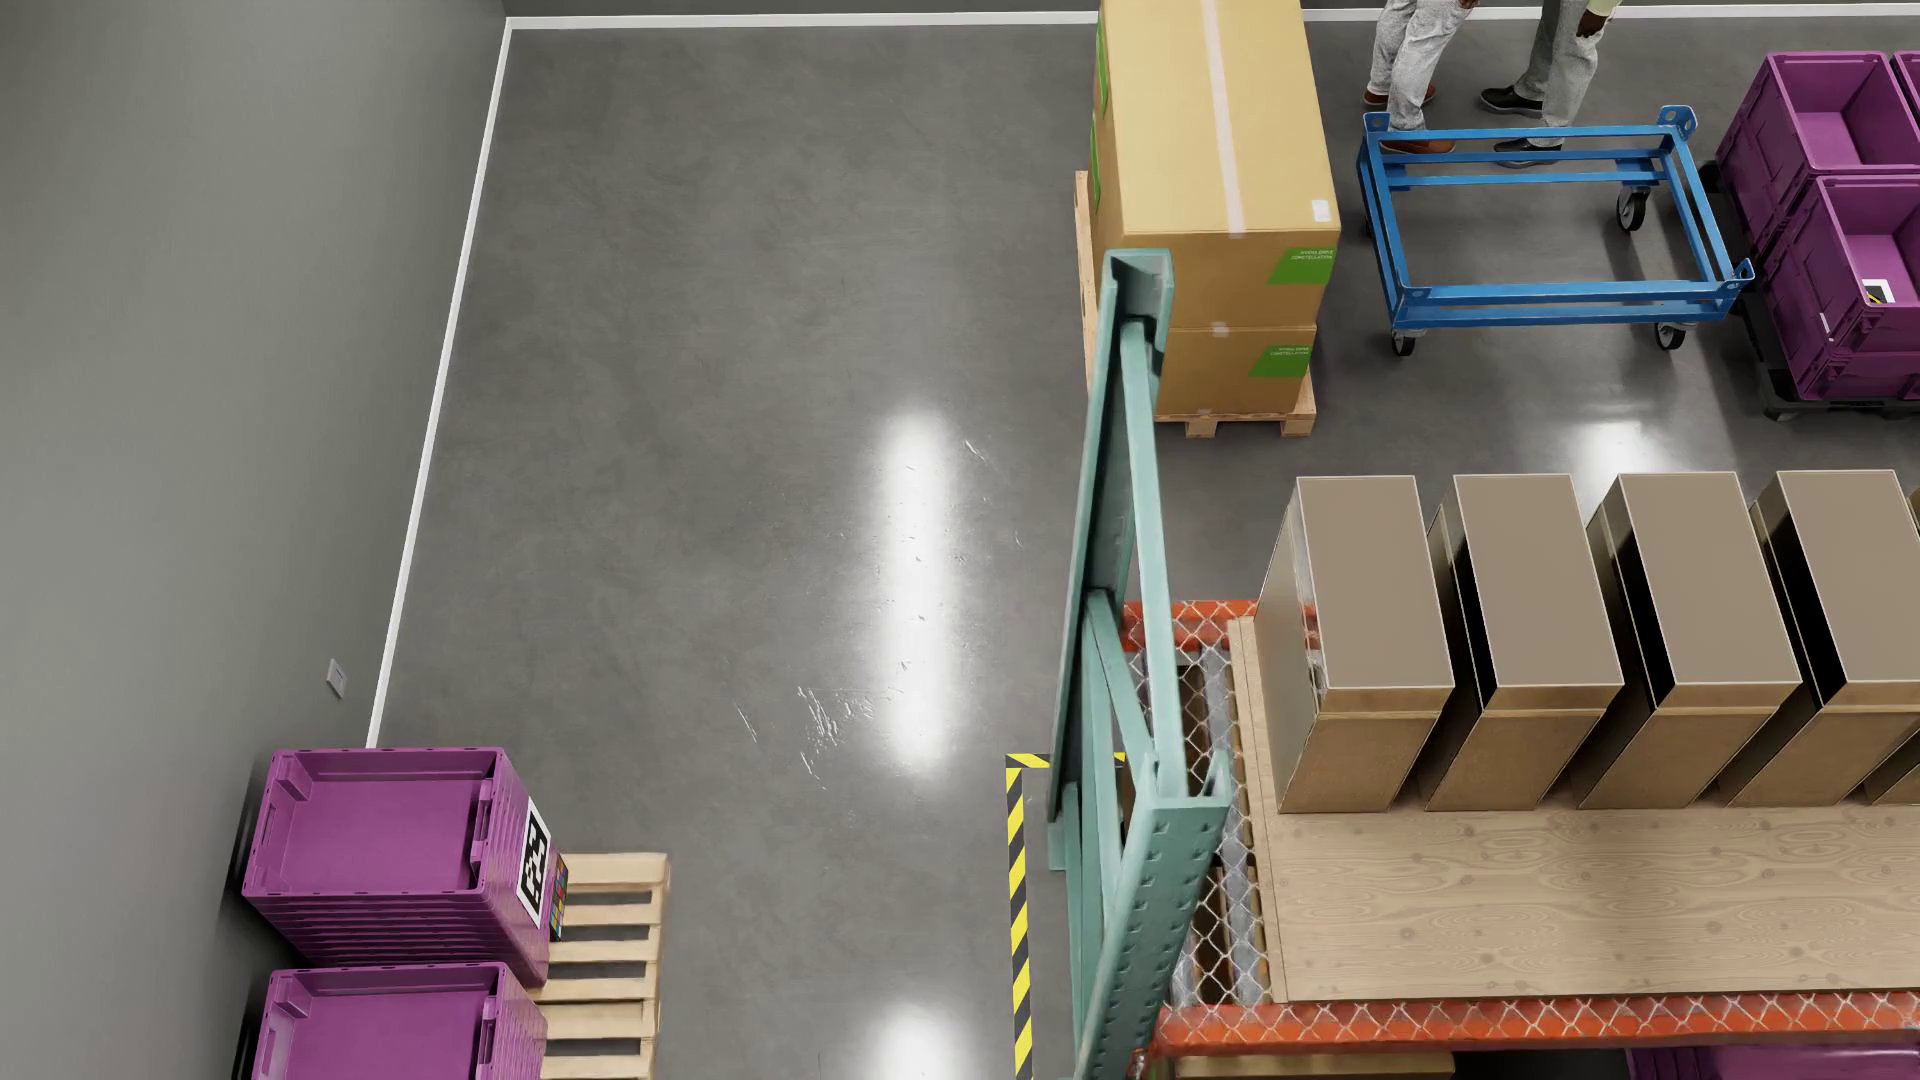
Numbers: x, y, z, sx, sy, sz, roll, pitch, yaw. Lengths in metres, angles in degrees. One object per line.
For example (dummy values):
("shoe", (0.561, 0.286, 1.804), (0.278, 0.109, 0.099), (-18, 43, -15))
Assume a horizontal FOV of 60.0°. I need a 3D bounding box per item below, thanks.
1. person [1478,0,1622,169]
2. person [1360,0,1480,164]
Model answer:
("person", (2.297, -2.148, 6.081), (0.403, 1.827, 0.599), (2, 58, 1))
("person", (1.821, -2.244, 6.079), (0.372, 1.940, 0.627), (-2, 58, -2))
